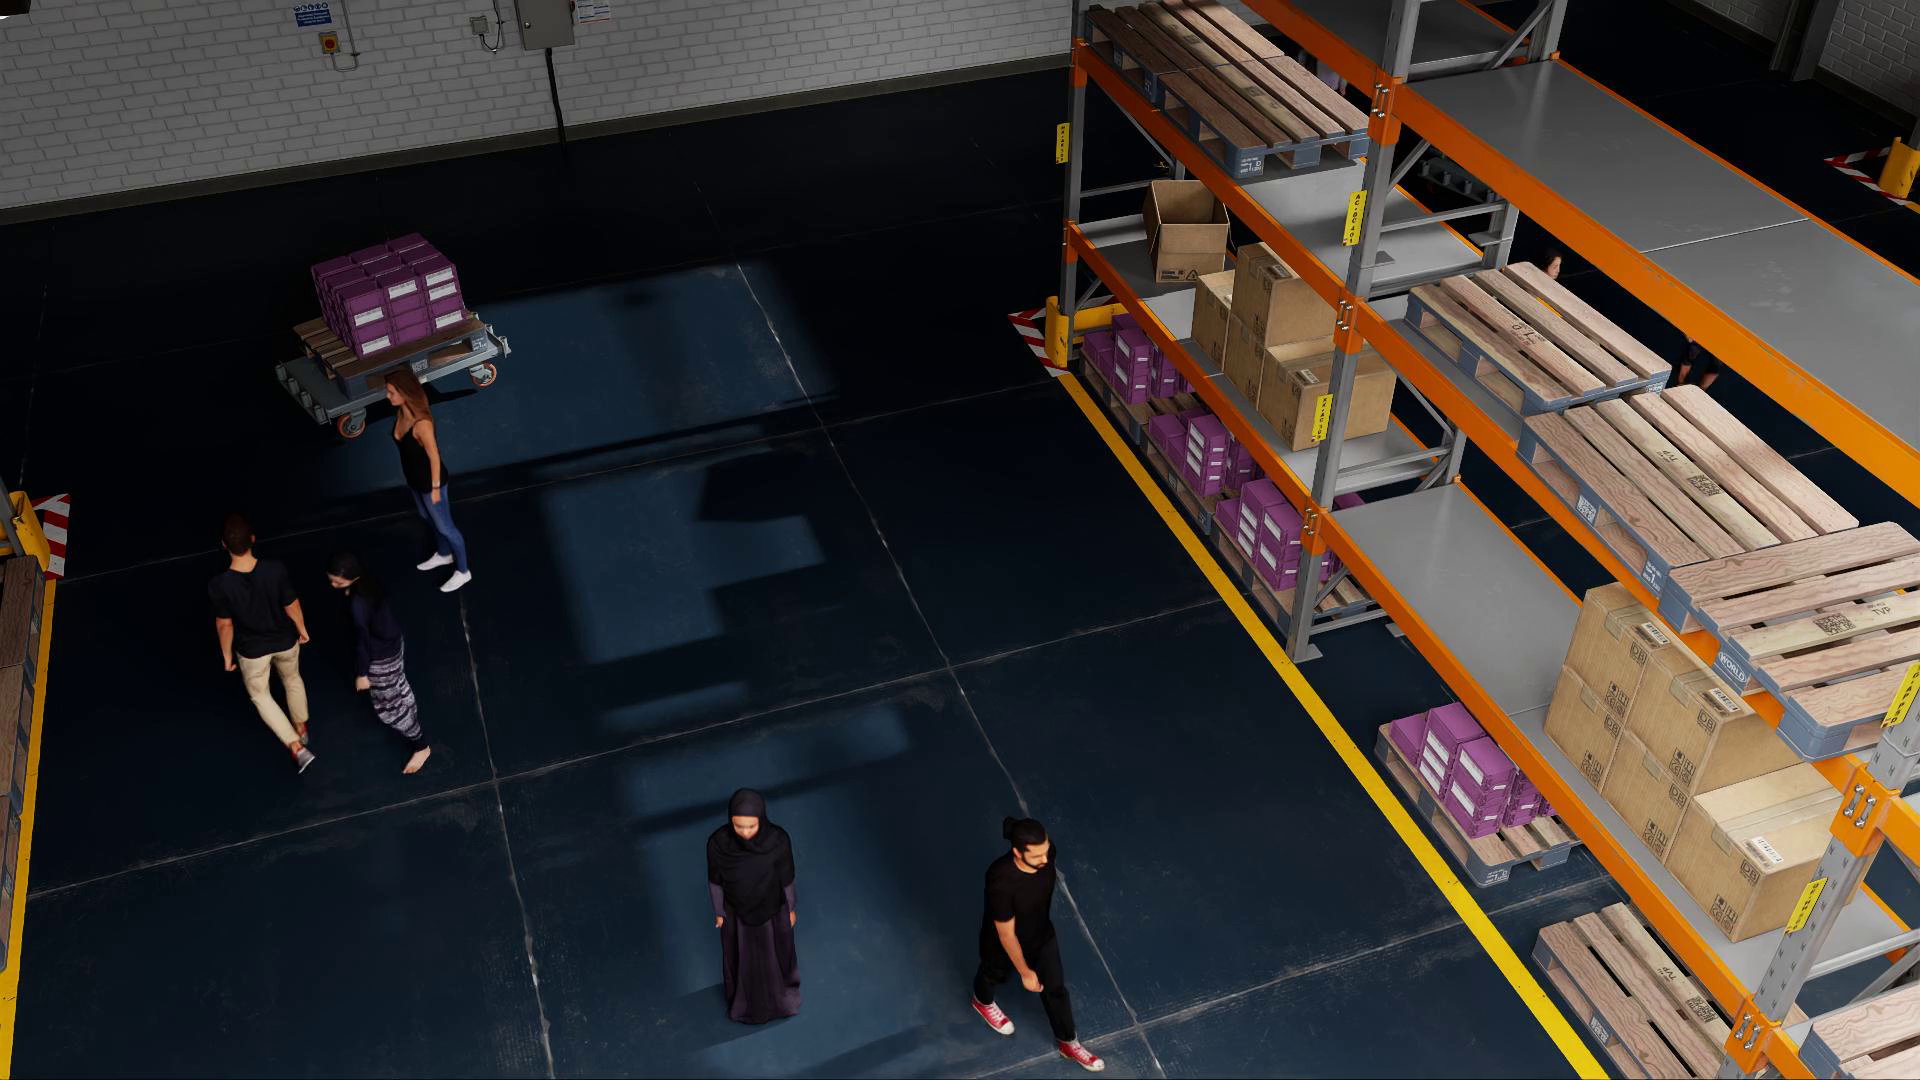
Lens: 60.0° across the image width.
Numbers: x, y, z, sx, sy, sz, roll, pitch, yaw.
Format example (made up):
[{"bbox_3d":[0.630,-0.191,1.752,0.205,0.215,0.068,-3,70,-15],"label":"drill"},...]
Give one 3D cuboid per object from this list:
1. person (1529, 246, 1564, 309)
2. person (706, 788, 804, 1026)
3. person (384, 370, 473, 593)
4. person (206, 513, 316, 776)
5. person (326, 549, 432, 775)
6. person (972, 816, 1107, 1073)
[{"bbox_3d":[4.248,-1.512,12.734,0.742,1.693,0.902,-27,46,-29],"label":"person"},{"bbox_3d":[-1.053,1.866,8.567,0.669,1.615,0.676,-2,39,-2],"label":"person"},{"bbox_3d":[-3.639,-0.426,11.351,0.717,1.722,0.581,-29,47,-32],"label":"person"},{"bbox_3d":[-4.101,0.657,9.908,0.842,1.831,1.047,-28,46,-30],"label":"person"},{"bbox_3d":[-3.495,0.616,10.063,0.793,1.701,0.554,4,39,5],"label":"person"},{"bbox_3d":[0.222,1.945,8.382,0.896,1.722,1.148,-32,48,-33],"label":"person"}]
